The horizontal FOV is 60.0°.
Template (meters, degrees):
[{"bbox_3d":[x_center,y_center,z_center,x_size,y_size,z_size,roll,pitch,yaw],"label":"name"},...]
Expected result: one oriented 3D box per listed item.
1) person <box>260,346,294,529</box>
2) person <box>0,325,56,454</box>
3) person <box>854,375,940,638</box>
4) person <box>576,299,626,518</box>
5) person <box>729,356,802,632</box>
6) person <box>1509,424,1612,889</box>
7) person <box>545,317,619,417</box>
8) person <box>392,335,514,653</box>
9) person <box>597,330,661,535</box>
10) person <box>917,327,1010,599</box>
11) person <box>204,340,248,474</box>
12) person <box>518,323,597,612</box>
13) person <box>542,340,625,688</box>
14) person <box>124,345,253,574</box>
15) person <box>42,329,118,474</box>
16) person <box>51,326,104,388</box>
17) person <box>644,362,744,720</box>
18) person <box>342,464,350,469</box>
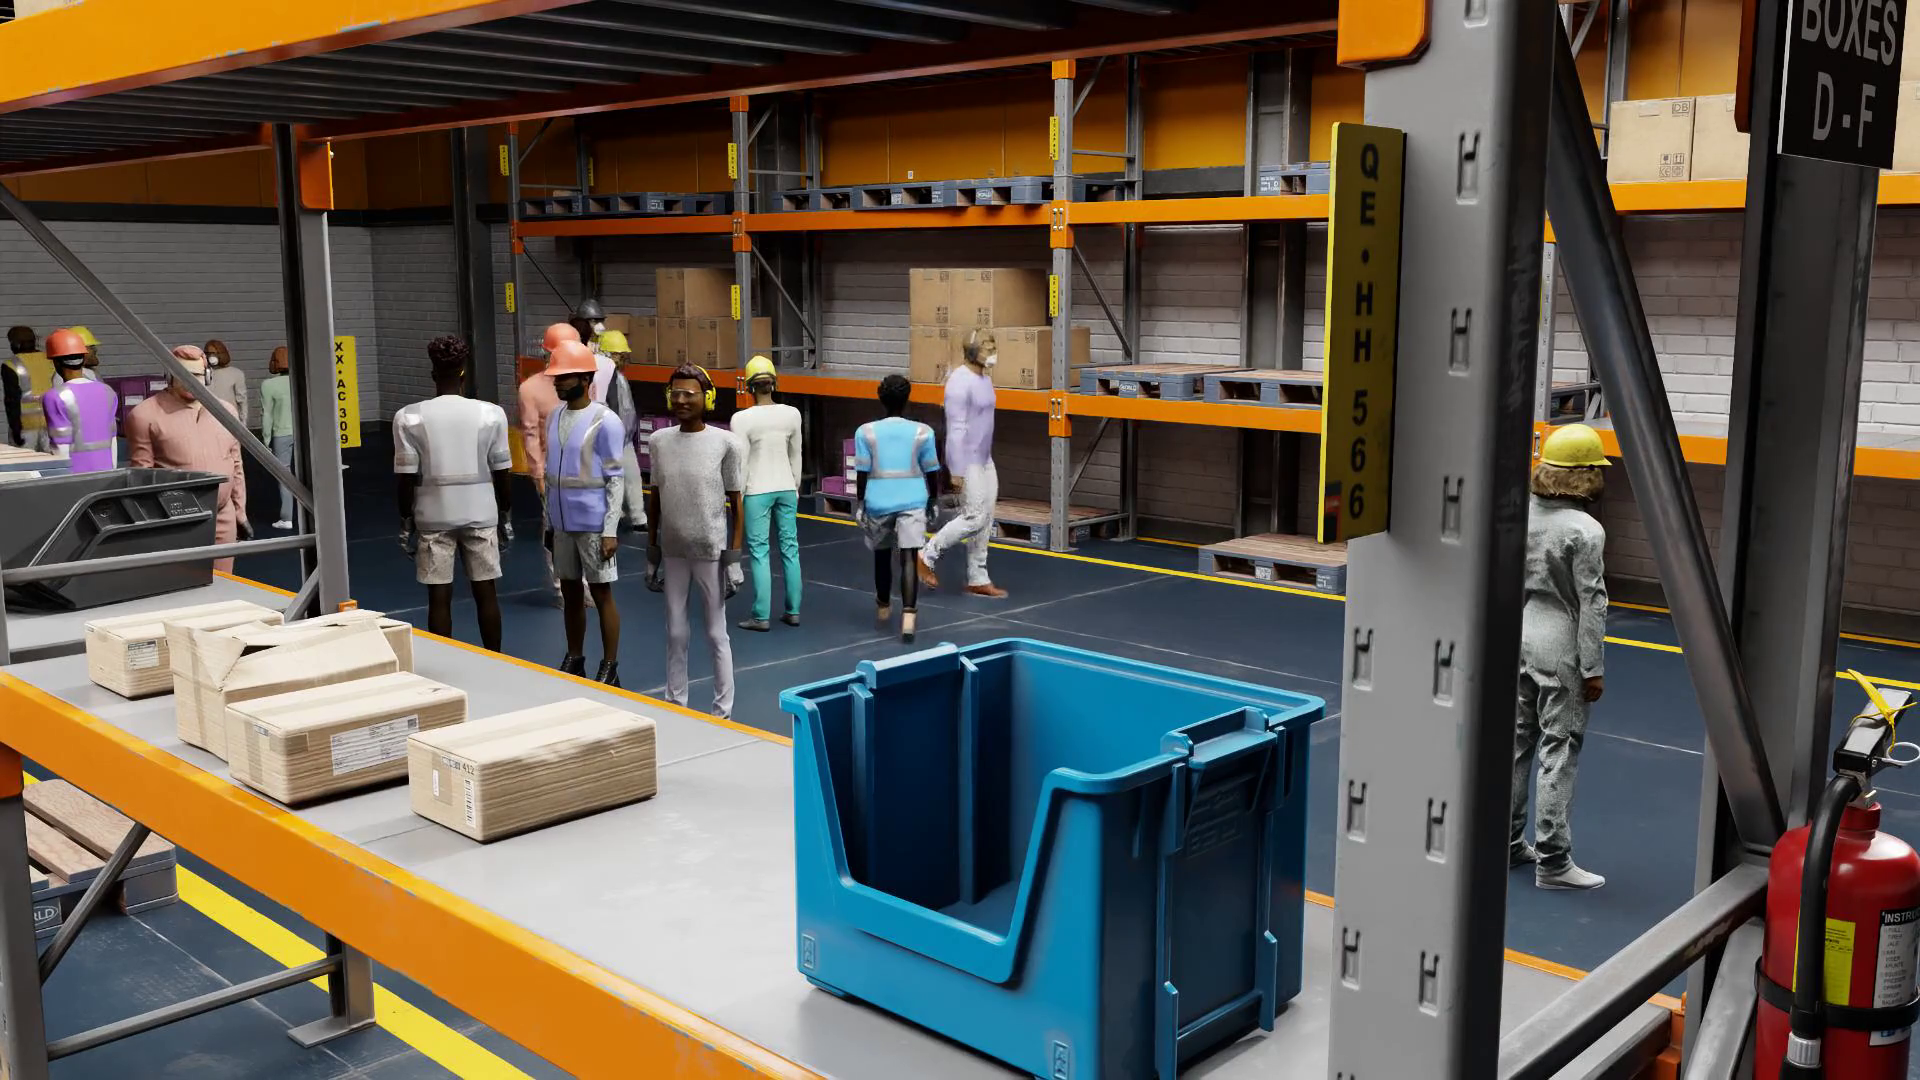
[{"bbox_3d":[-6.003,-0.915,14.904,0.288,1.626,0.498,9,13,42],"label":"person"},{"bbox_3d":[-8.548,-1.095,15.464,0.797,1.819,0.631,4,10,23],"label":"person"},{"bbox_3d":[-0.399,-0.223,10.566,0.543,1.654,0.880,0,9,-3],"label":"person"},{"bbox_3d":[-3.342,-1.185,15.278,0.537,2.000,0.682,7,11,35],"label":"person"},{"bbox_3d":[-1.245,-0.292,10.664,0.523,1.762,0.329,-7,12,-38],"label":"person"},{"bbox_3d":[2.254,0.432,6.274,0.322,1.742,0.493,-3,10,-20],"label":"person"},{"bbox_3d":[-3.114,-0.873,13.743,0.611,1.916,0.409,-4,10,-23],"label":"person"},{"bbox_3d":[-2.708,-0.113,8.930,0.610,1.964,0.365,-4,10,-21],"label":"person"},{"bbox_3d":[-3.045,-0.917,14.374,0.833,1.797,0.599,1,9,9],"label":"person"},{"bbox_3d":[0.019,-0.529,11.640,0.592,1.920,0.637,3,10,20],"label":"person"},{"bbox_3d":[-7.191,-1.130,16.187,0.507,1.631,0.267,-1,9,-7],"label":"person"},{"bbox_3d":[-2.631,-0.464,11.102,0.633,1.959,0.504,-9,13,-43],"label":"person"},{"bbox_3d":[-2.046,-0.099,8.938,0.542,1.938,0.358,6,11,32],"label":"person"},{"bbox_3d":[-4.186,-0.110,9.116,0.405,1.903,0.636,7,12,36],"label":"person"},{"bbox_3d":[-5.634,-0.378,10.661,0.376,1.934,0.546,3,10,15],"label":"person"},{"bbox_3d":[-7.346,-0.876,14.000,0.404,1.836,0.600,0,9,-2],"label":"person"},{"bbox_3d":[-1.285,0.084,8.007,0.514,1.876,0.328,2,9,13],"label":"person"},{"bbox_3d":[-7.357,-1.764,19.260,0.400,1.902,0.643,-6,11,-35],"label":"person"}]
